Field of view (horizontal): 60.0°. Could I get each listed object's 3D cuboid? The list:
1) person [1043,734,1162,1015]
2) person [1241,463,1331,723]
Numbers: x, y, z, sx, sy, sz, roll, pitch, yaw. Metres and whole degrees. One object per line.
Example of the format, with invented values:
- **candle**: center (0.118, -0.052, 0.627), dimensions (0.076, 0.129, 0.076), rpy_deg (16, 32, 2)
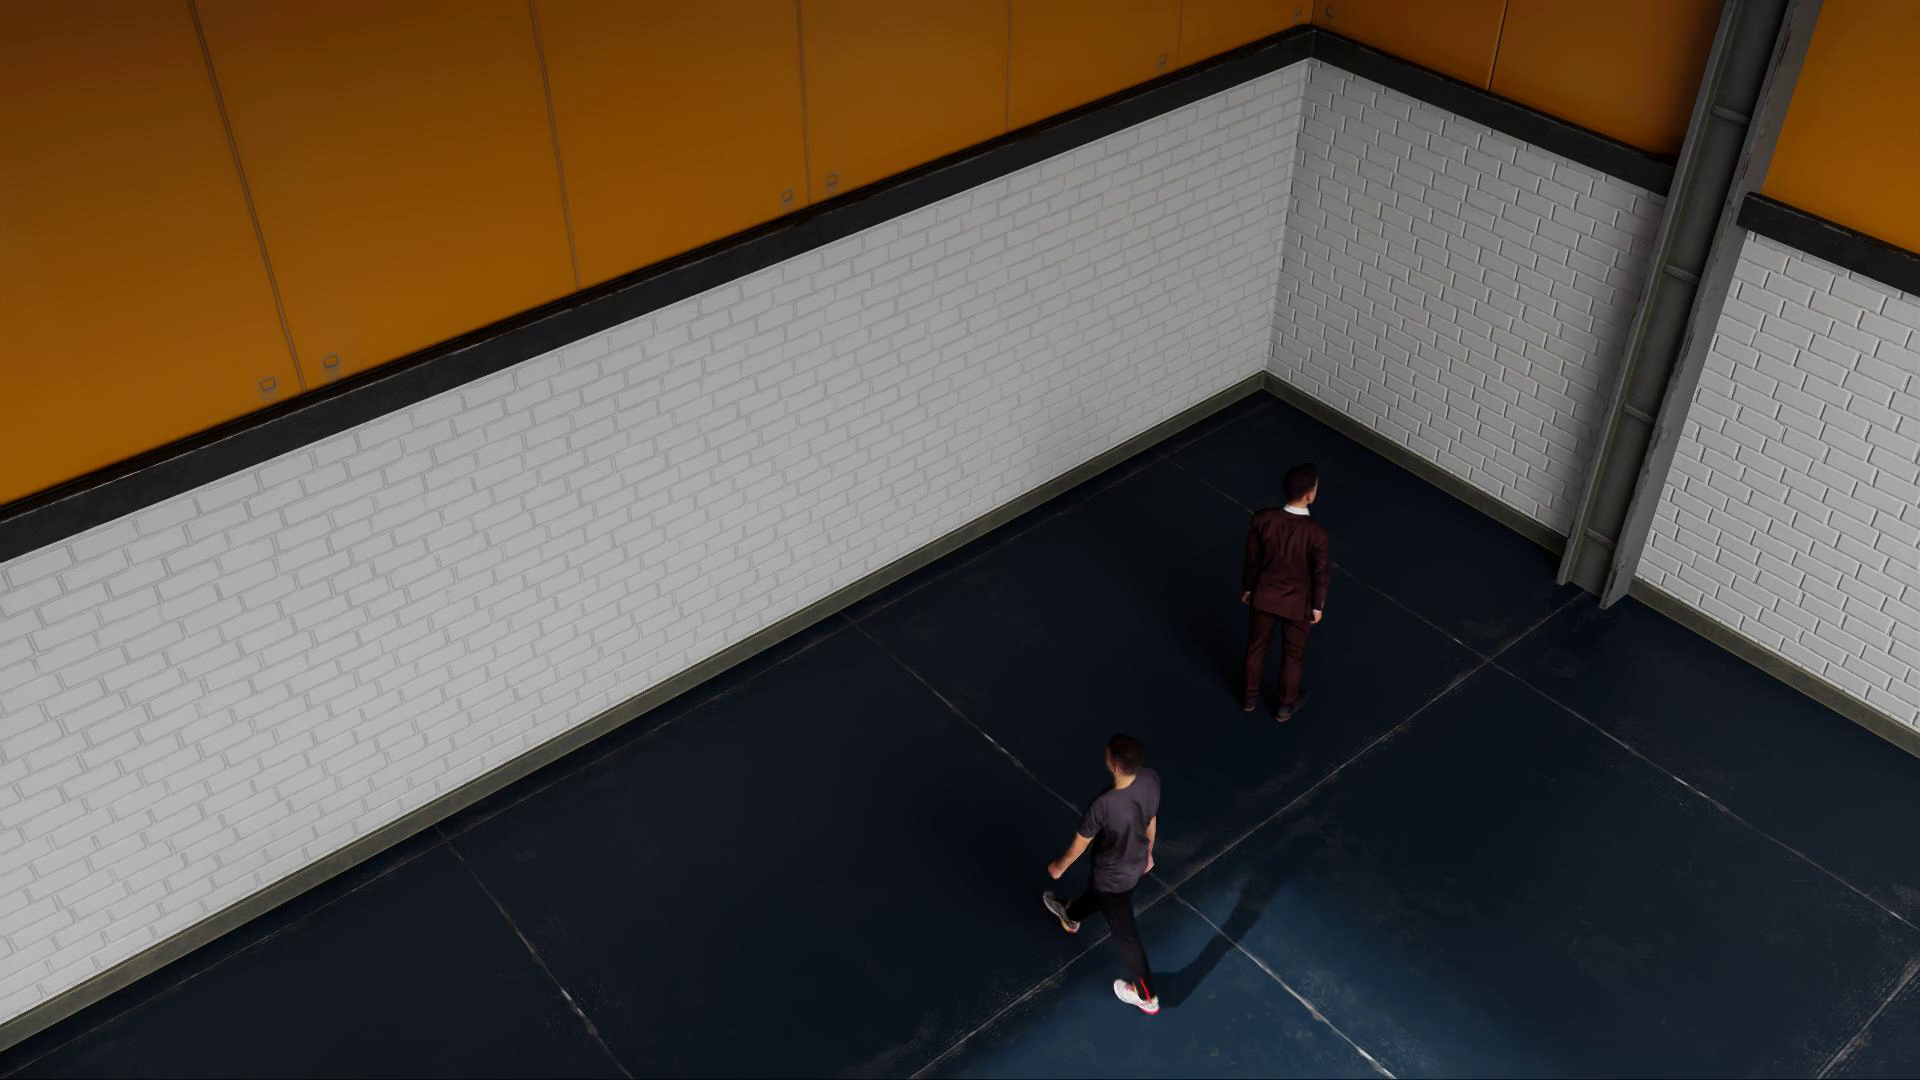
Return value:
- **person**: center (0.851, 1.734, 8.455), dimensions (1.171, 1.714, 0.729), rpy_deg (31, 48, 33)
- **person**: center (1.962, 0.340, 10.082), dimensions (0.678, 1.862, 0.820), rpy_deg (19, 42, 22)
